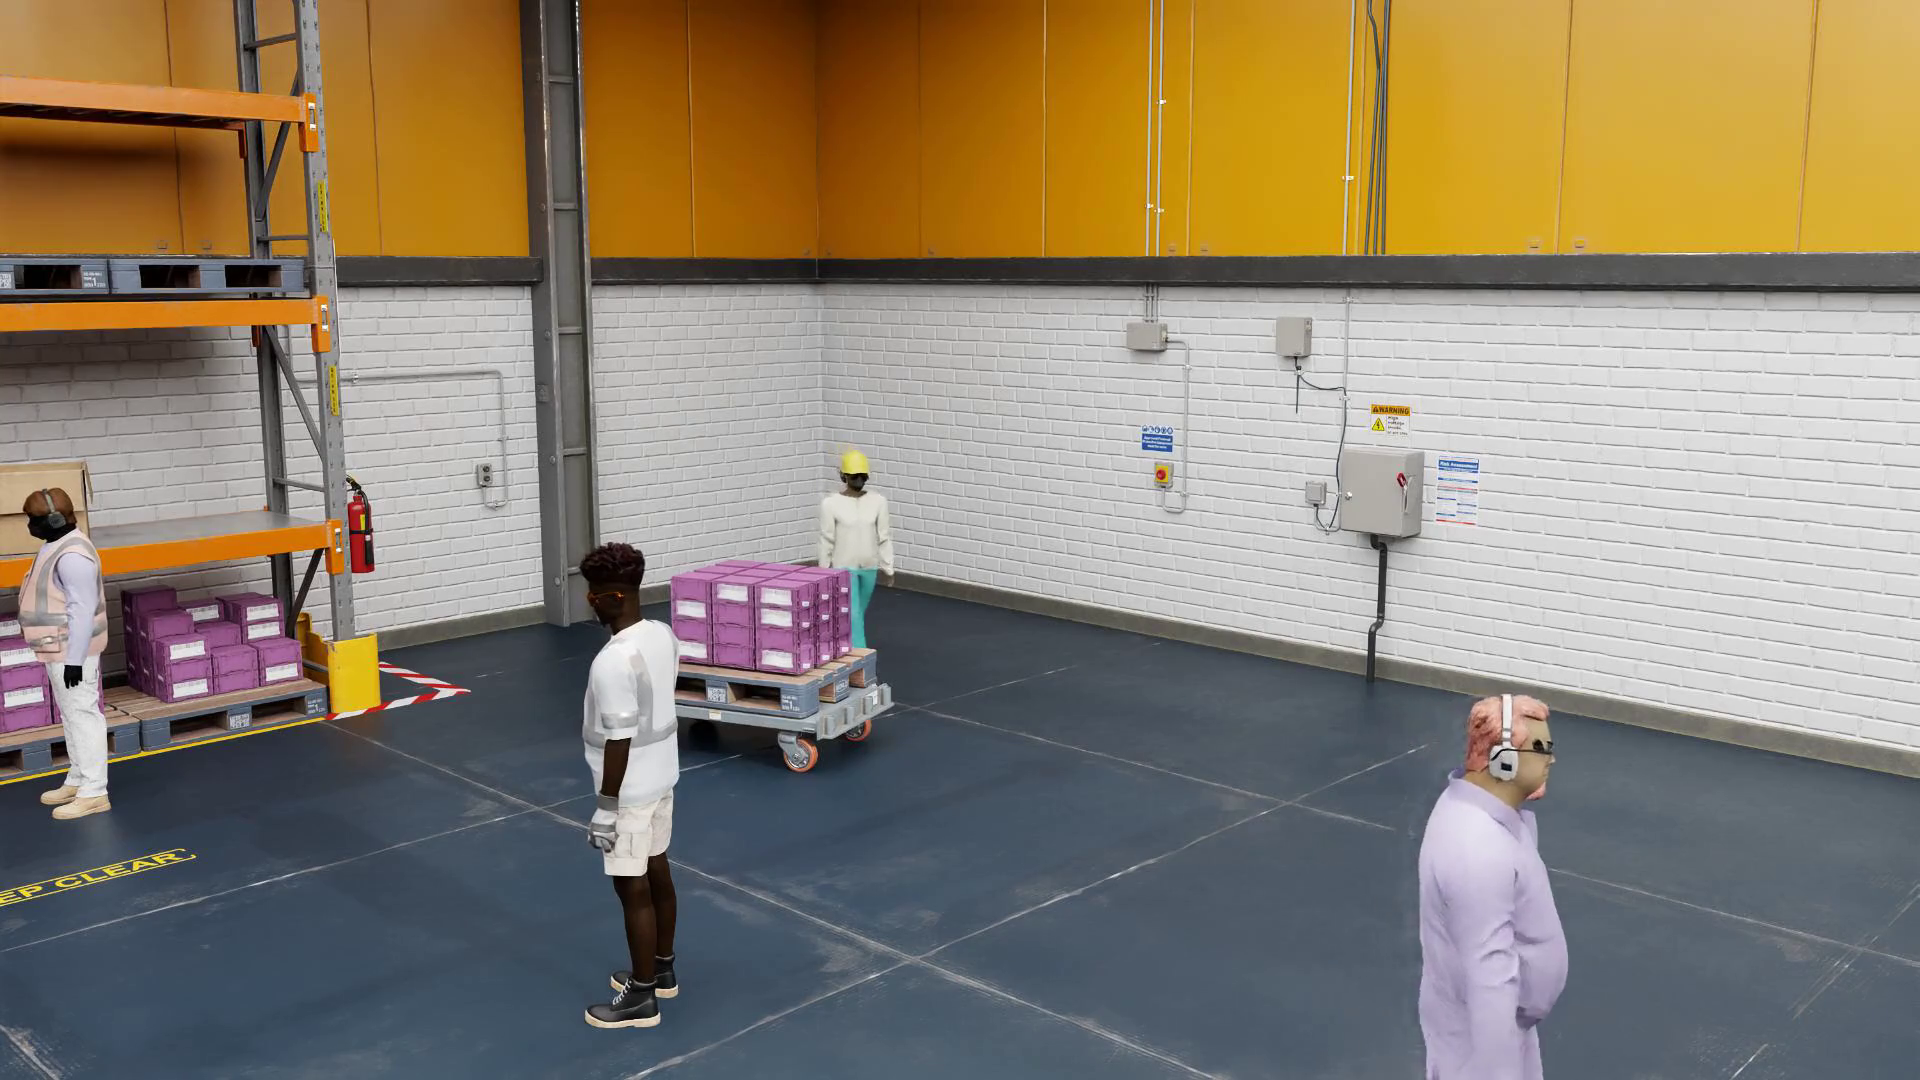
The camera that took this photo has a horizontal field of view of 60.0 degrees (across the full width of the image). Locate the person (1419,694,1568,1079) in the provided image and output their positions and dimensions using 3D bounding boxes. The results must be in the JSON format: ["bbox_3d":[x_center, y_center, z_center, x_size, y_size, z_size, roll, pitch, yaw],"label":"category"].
[{"bbox_3d":[1.393,1.343,4.687,0.786,1.880,0.644,4,10,21],"label":"person"}]

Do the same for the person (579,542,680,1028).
[{"bbox_3d":[-1.326,0.975,6.692,0.368,1.961,0.603,2,9,9],"label":"person"}]

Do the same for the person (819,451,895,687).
[{"bbox_3d":[-0.759,0.194,12.219,0.535,1.720,0.893,-5,10,-26],"label":"person"}]

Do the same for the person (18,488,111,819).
[{"bbox_3d":[-4.975,0.620,9.253,0.429,1.838,0.621,-7,11,-35],"label":"person"}]
